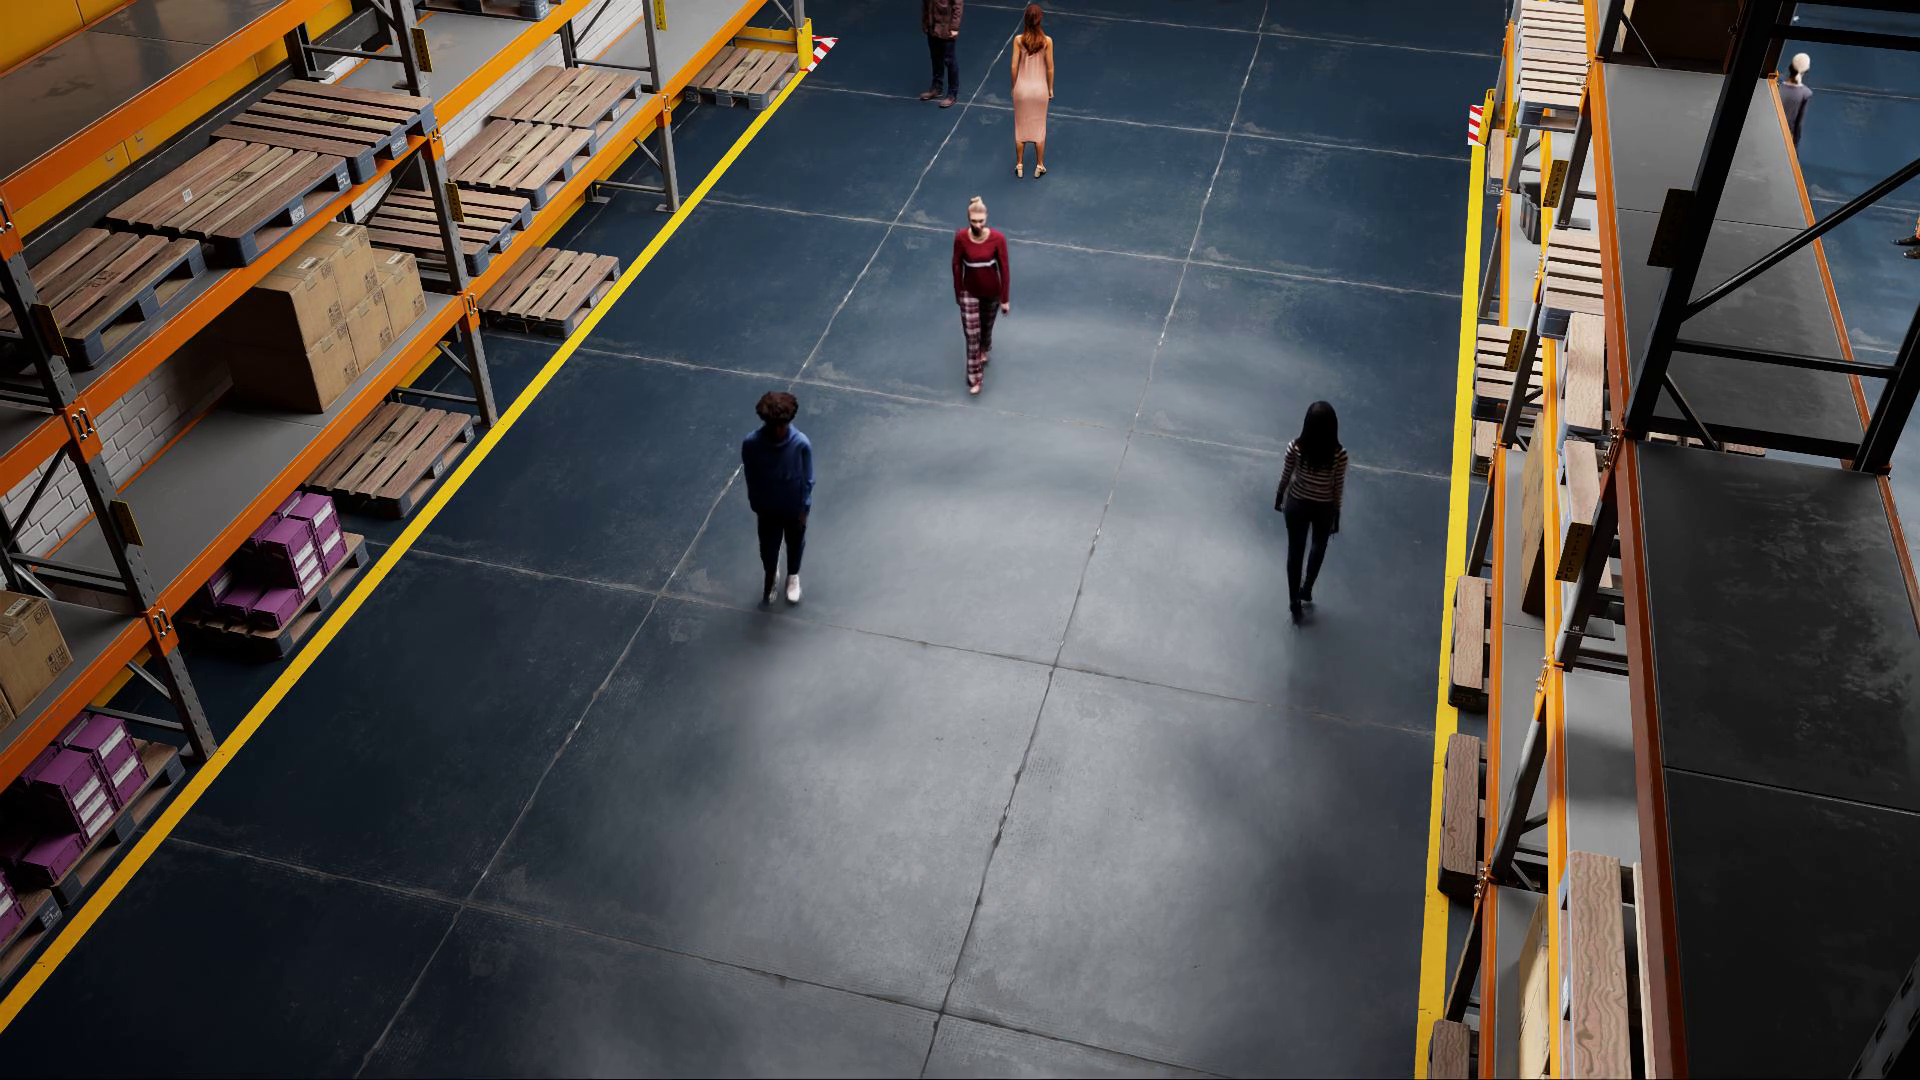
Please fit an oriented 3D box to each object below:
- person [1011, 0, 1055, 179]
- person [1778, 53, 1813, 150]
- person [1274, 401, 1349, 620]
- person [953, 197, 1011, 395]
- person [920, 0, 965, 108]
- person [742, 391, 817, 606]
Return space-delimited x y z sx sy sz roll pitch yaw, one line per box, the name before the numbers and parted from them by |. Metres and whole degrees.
person | 0.731 -4.630 17.192 0.616 1.831 0.543 5 39 7
person | 8.036 -3.928 16.431 0.658 1.683 1.072 12 40 15
person | 2.422 -0.141 11.611 0.626 1.781 0.572 11 40 14
person | 0.188 -2.149 14.228 0.833 1.651 1.115 -1 39 -1
person | -0.196 -5.810 18.655 0.877 1.848 0.871 -31 48 -33
person | -1.256 -0.351 11.865 0.743 1.791 0.735 -1 39 -2
